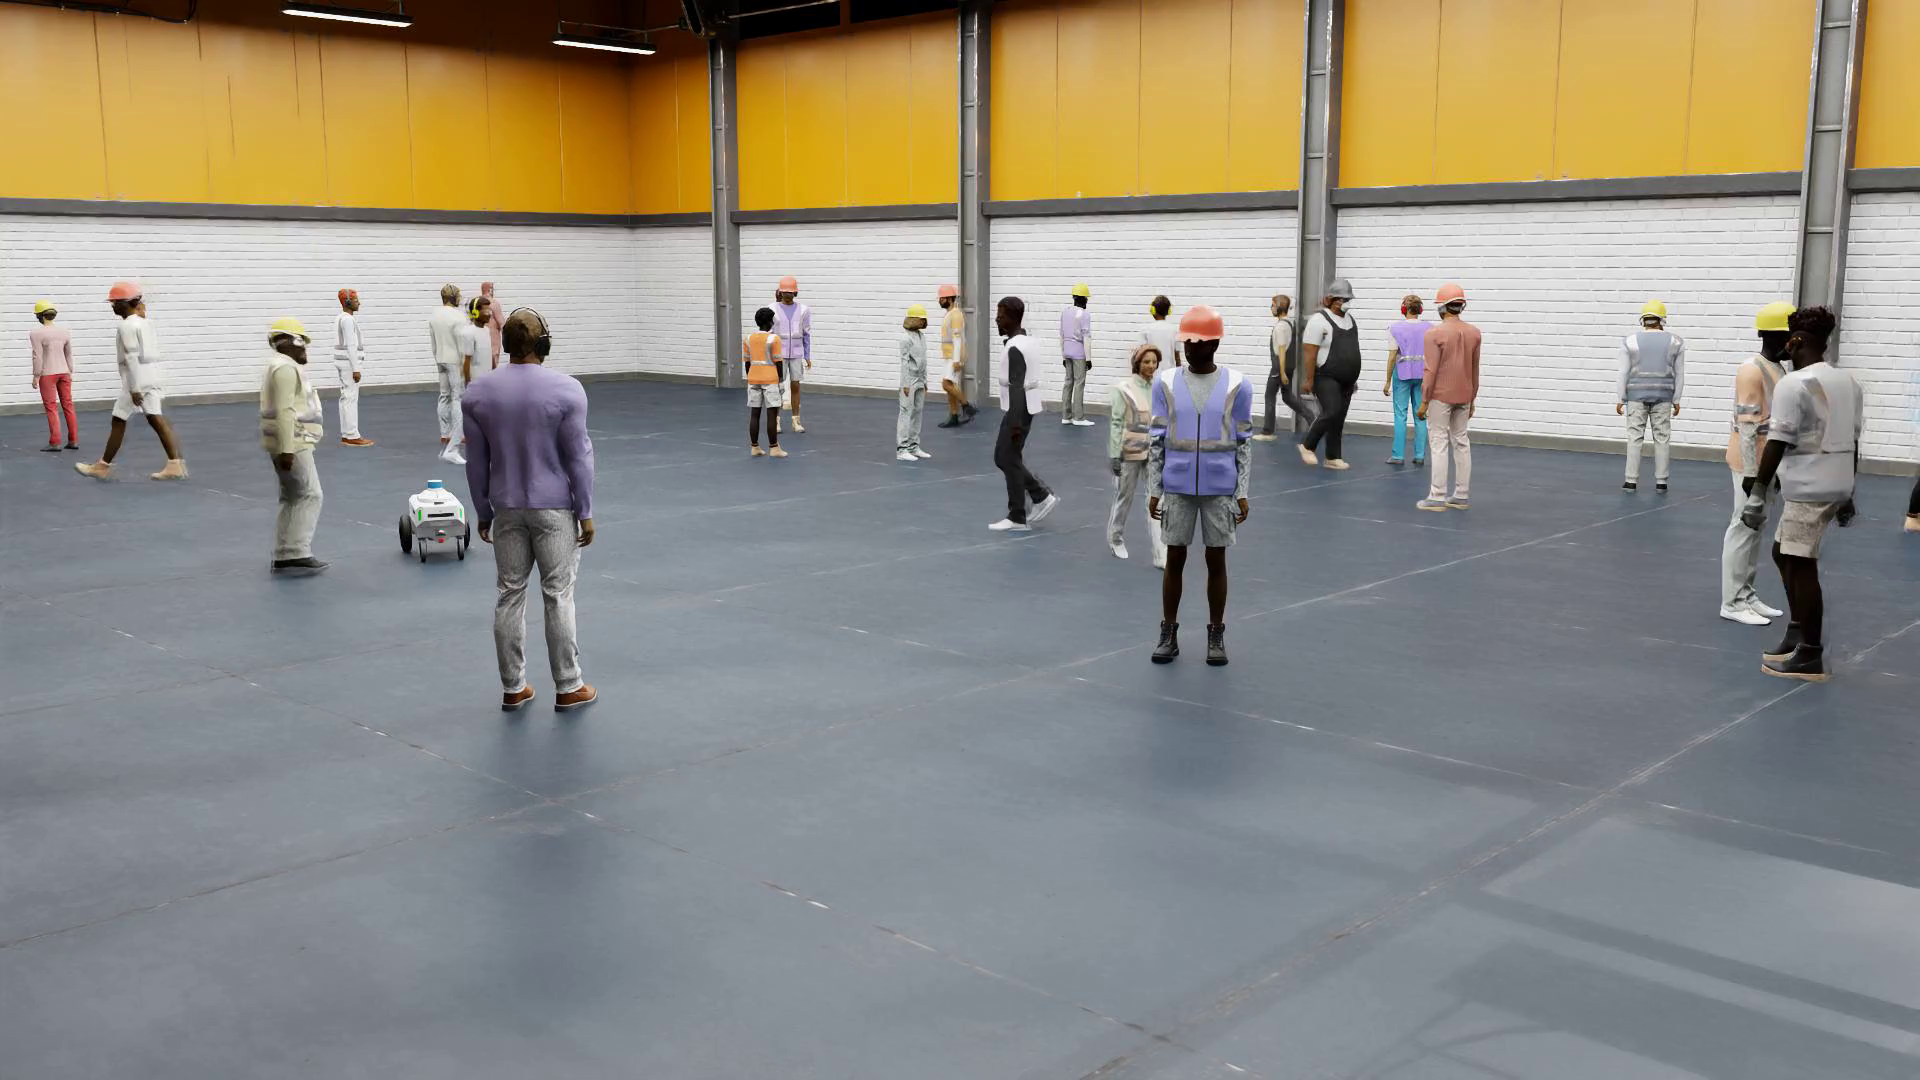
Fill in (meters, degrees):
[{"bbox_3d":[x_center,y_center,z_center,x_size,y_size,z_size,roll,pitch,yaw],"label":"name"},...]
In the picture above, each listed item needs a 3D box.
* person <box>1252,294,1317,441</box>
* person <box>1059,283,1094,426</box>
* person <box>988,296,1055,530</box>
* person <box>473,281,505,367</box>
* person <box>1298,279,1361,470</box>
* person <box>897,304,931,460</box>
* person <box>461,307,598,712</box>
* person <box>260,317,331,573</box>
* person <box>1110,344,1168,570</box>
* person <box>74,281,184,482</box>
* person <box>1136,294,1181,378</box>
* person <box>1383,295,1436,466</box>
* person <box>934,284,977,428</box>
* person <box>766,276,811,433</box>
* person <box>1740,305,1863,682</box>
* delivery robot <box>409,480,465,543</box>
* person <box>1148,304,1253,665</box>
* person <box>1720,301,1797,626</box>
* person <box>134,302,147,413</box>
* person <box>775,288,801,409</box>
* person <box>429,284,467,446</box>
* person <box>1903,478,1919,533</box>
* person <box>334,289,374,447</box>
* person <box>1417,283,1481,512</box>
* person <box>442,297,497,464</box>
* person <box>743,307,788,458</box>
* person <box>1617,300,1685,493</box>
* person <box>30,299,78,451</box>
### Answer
[{"bbox_3d":[4.020,-2.095,20.346,0.804,1.825,0.509,6,11,34],"label":"person"},{"bbox_3d":[1.596,-2.506,22.526,0.384,1.925,0.593,-6,11,-33],"label":"person"},{"bbox_3d":[0.464,-1.013,13.430,0.464,1.904,0.624,1,9,5],"label":"person"},{"bbox_3d":[-8.096,-3.501,28.694,0.661,1.900,0.433,7,11,36],"label":"person"},{"bbox_3d":[3.961,-1.749,17.538,0.696,2.000,0.539,-8,12,-39],"label":"person"},{"bbox_3d":[-0.500,-1.753,18.502,0.337,1.733,0.480,5,10,26],"label":"person"},{"bbox_3d":[-2.042,-0.135,7.956,0.628,1.940,0.373,1,9,8],"label":"person"},{"bbox_3d":[-4.666,-0.656,11.630,0.415,1.778,0.655,-5,11,-30],"label":"person"},{"bbox_3d":[1.293,-0.609,11.914,0.534,1.594,0.870,-3,10,-17],"label":"person"},{"bbox_3d":[-8.288,-1.562,16.548,1.049,1.984,0.630,-1,9,-6],"label":"person"},{"bbox_3d":[2.183,-1.750,18.144,0.524,1.850,0.716,-2,10,-14],"label":"person"},{"bbox_3d":[4.856,-1.717,17.941,0.574,1.841,0.375,-2,9,-12],"label":"person"},{"bbox_3d":[-0.103,-2.437,22.113,0.474,1.919,0.571,-3,10,-16],"label":"person"},{"bbox_3d":[-2.211,-2.387,21.475,0.605,2.033,0.402,-3,10,-18],"label":"person"},{"bbox_3d":[4.420,-0.251,8.696,0.627,1.928,0.559,-7,12,-37],"label":"person"},{"bbox_3d":[-3.874,-0.201,12.302,0.477,0.478,0.707,-4,10,-22],"label":"delivery robot"},{"bbox_3d":[1.277,-0.286,8.886,0.549,1.933,0.373,2,9,12],"label":"person"},{"bbox_3d":[4.824,-0.463,9.997,0.380,1.928,0.586,8,12,41],"label":"person"},{"bbox_3d":[-12.110,-2.694,24.572,0.504,1.631,0.280,8,12,41],"label":"person"},{"bbox_3d":[-2.672,-2.898,25.192,0.430,1.845,0.623,-7,11,-35],"label":"person"},{"bbox_3d":[-6.085,-2.092,19.956,0.630,1.940,0.372,7,11,36],"label":"person"},{"bbox_3d":[7.946,-0.859,13.217,0.758,1.670,0.542,3,10,17],"label":"person"},{"bbox_3d":[-7.296,-2.057,19.910,0.358,1.883,0.572,-5,11,-30],"label":"person"},{"bbox_3d":[4.278,-1.248,14.603,0.622,1.992,0.396,-4,10,-26],"label":"person"},{"bbox_3d":[-5.202,-1.708,17.978,0.966,1.829,0.528,0,9,2],"label":"person"},{"bbox_3d":[-2.189,-1.759,18.663,0.529,1.692,0.321,5,11,30],"label":"person"},{"bbox_3d":[6.531,-1.355,15.770,0.592,1.828,0.404,3,10,15],"label":"person"},{"bbox_3d":[-10.580,-1.910,19.372,0.329,1.765,0.533,4,10,21],"label":"person"}]
